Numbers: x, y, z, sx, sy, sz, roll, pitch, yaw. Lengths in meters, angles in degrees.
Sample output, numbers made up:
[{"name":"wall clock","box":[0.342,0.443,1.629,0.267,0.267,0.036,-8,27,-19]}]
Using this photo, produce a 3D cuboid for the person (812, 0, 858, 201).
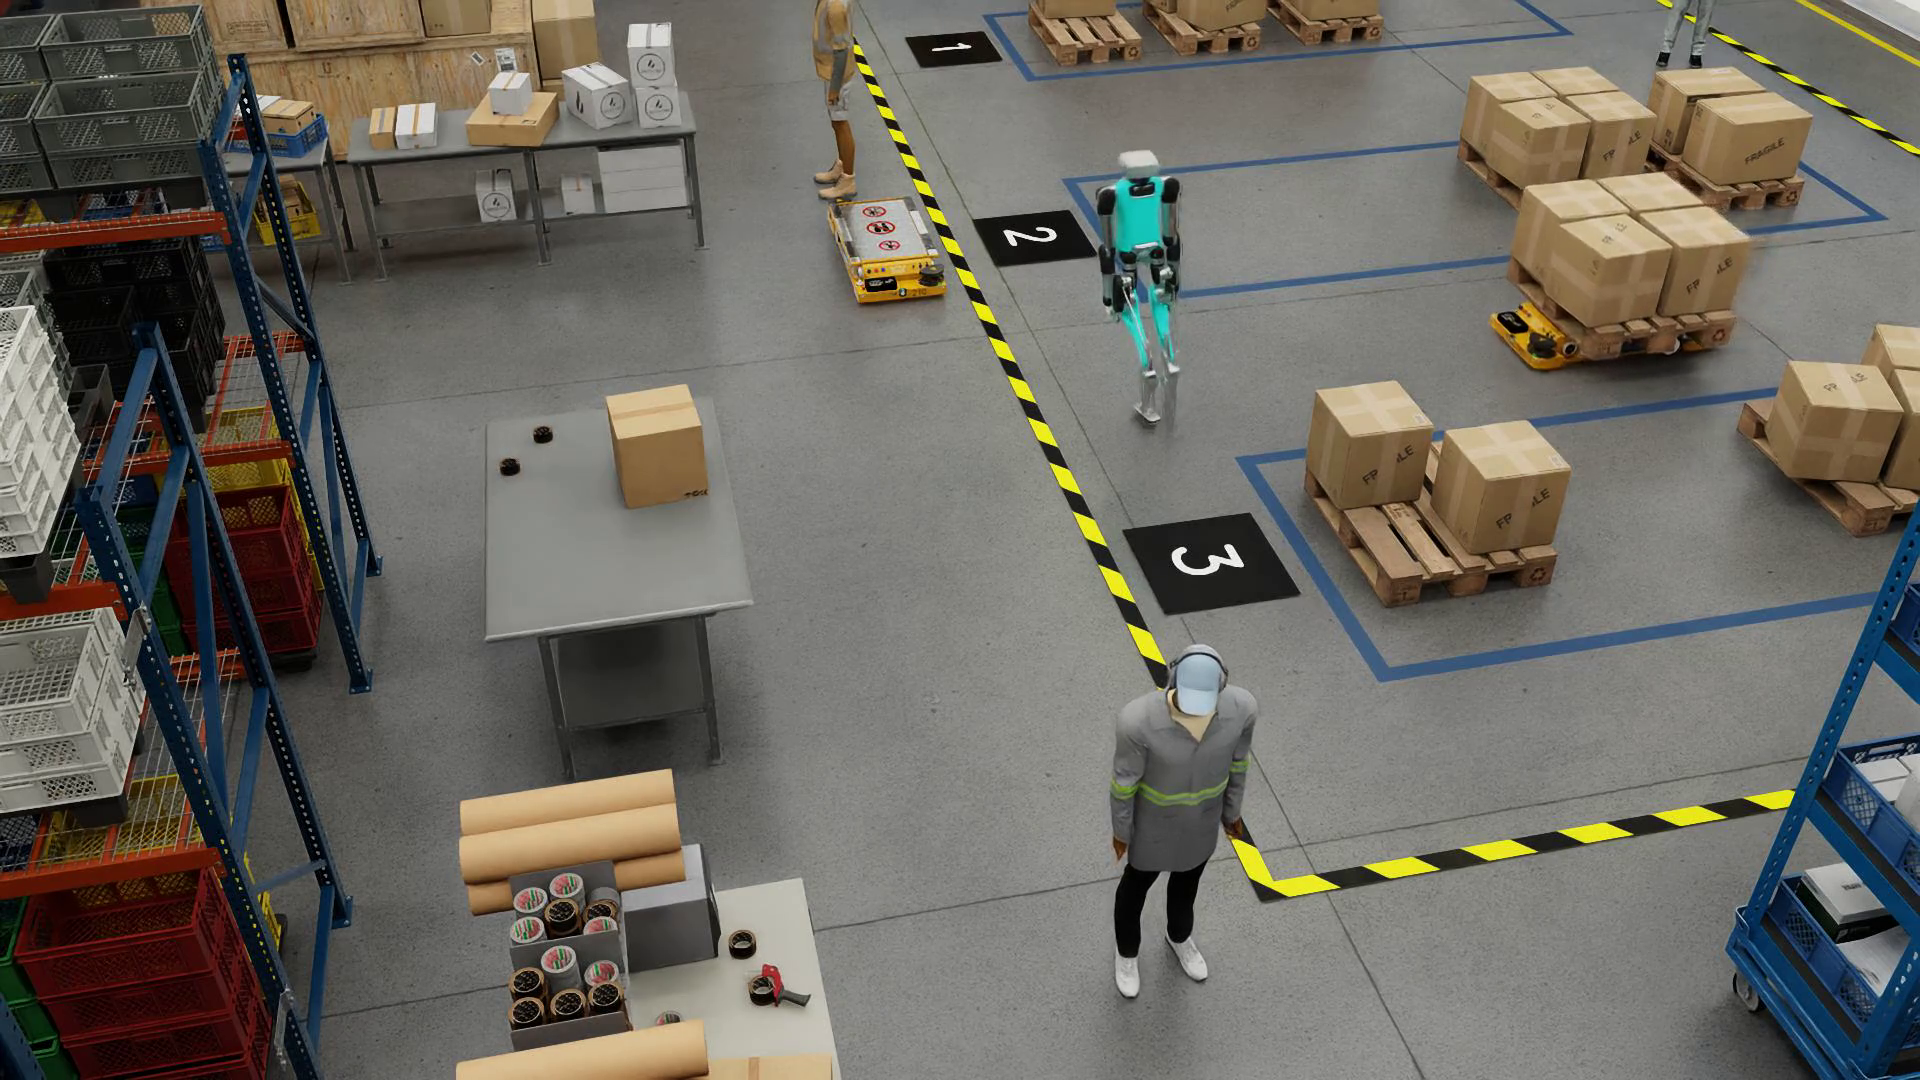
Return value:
[{"name":"person","box":[-1.000,-3.672,13.001,0.366,2.048,0.607,-5,37,-7]}]

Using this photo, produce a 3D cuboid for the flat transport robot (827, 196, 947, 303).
[{"name":"flat transport robot","box":[-0.570,-2.220,12.538,0.659,0.231,1.431,-8,37,-10]}]

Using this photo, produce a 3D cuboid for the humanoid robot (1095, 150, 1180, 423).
[{"name":"humanoid robot","box":[1.169,-1.423,10.310,0.562,1.868,0.759,-11,38,-14]}]

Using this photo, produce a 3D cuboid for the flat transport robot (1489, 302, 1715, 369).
[{"name":"flat transport robot","box":[4.495,-1.505,11.553,1.431,0.197,0.652,-8,37,-10]}]

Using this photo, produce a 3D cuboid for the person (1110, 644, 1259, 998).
[{"name":"person","box":[0.888,1.129,6.714,0.589,1.847,0.406,-8,37,-11]}]

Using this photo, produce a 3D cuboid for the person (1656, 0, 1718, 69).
[{"name":"person","box":[6.865,-5.272,15.324,0.599,1.834,0.404,9,38,12]}]
